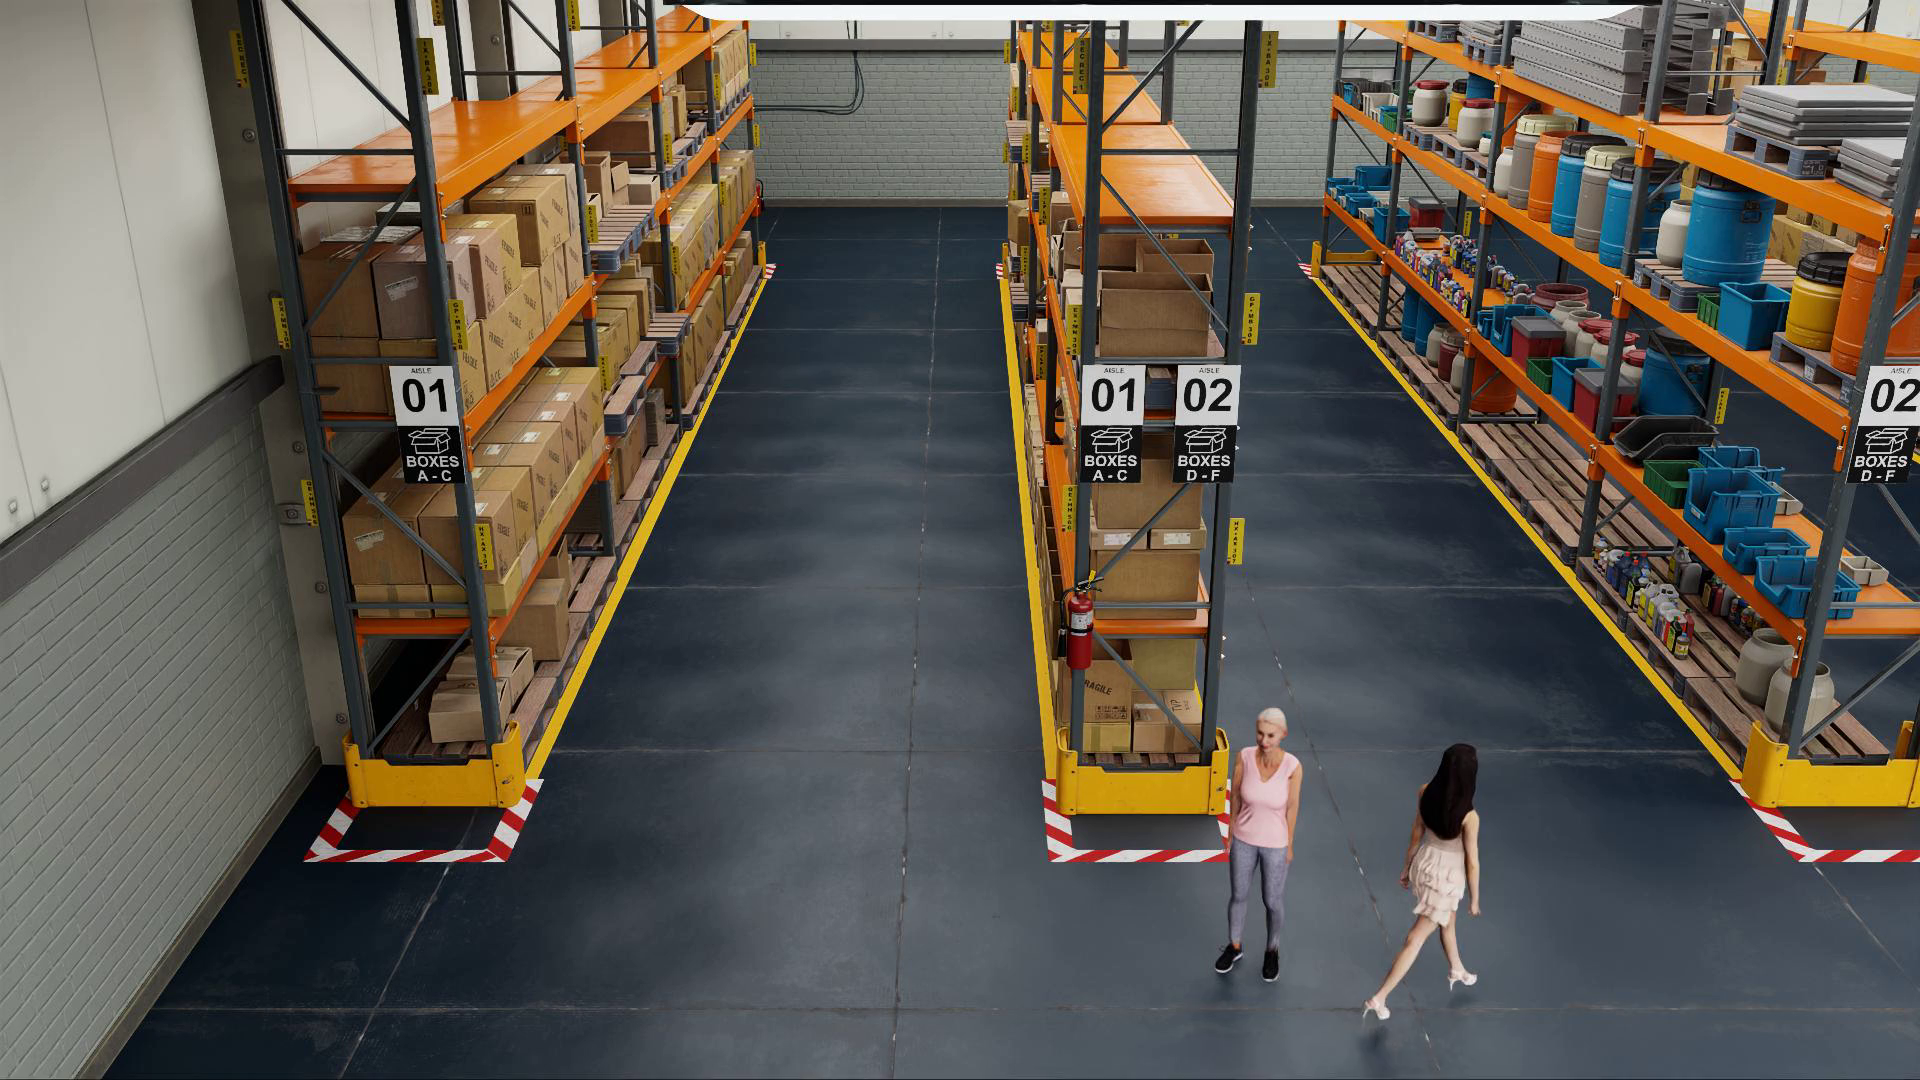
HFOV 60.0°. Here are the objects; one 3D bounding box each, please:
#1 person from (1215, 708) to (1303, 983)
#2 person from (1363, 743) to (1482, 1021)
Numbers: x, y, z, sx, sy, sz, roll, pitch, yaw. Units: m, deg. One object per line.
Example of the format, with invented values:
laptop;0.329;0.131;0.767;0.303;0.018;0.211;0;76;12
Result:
person;1.753;1.736;9.669;0.630;1.727;0.652;9;24;22
person;2.571;1.952;9.194;0.957;1.685;1.078;-11;25;-26
